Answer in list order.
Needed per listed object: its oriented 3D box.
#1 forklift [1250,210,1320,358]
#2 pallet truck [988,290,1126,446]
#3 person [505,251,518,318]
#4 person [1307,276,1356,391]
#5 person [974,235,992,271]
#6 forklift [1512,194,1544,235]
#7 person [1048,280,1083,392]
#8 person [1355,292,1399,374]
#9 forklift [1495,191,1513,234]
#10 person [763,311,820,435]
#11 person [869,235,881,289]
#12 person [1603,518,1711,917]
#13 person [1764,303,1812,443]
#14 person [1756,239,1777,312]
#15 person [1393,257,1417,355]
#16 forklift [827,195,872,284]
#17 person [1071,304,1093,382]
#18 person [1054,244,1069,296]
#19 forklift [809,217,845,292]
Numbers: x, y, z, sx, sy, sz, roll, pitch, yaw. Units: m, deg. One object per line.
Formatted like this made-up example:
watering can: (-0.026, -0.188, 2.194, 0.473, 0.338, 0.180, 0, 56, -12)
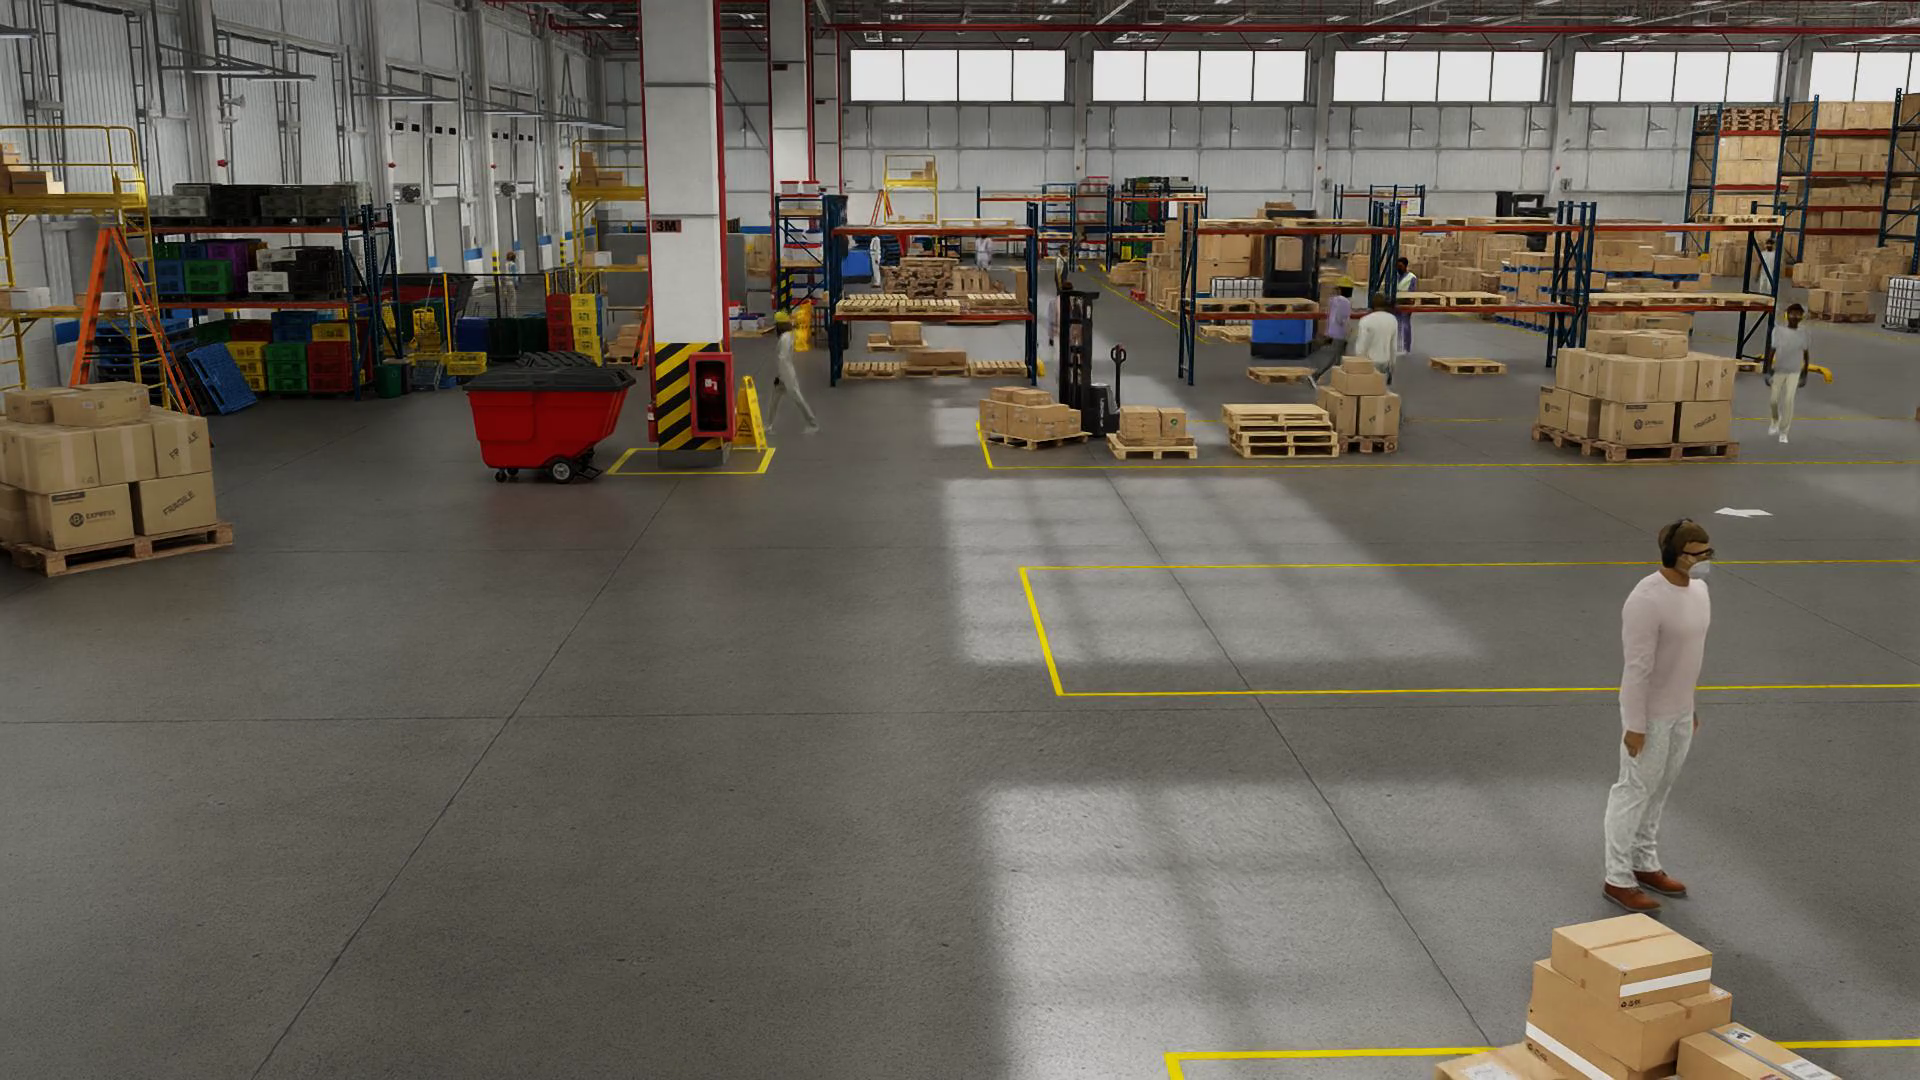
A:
forklift: (6.382, -5.023, 32.398, 1.129, 2.768, 1.873, 4, 13, 19)
pallet truck: (1.257, -2.299, 22.111, 1.885, 1.965, 0.823, -9, 15, -35)
person: (-10.988, -6.248, 40.778, 0.314, 1.634, 0.515, -8, 15, -33)
person: (6.122, -3.368, 27.189, 0.853, 1.899, 0.598, -1, 13, -5)
person: (0.679, -8.554, 50.522, 0.576, 1.920, 0.397, 6, 14, 25)
forklift: (18.498, -9.895, 54.395, 1.129, 2.768, 1.873, -1, 13, -3)
person: (1.742, -3.286, 26.980, 0.632, 1.823, 0.567, 1, 13, 3)
person: (5.734, -2.469, 23.058, 0.630, 1.925, 0.433, -7, 14, -28)
forklift: (20.490, -11.777, 62.896, 1.873, 2.768, 1.129, 0, 12, -2)
person: (-2.341, -2.270, 22.656, 0.890, 1.701, 0.493, -2, 13, -11)
person: (-2.611, -8.677, 51.181, 0.340, 1.879, 0.577, -3, 13, -15)
person: (3.404, 0.839, 8.079, 0.629, 1.939, 0.372, -11, 16, -40)
person: (10.980, -2.223, 22.074, 0.537, 1.863, 0.463, 6, 14, 27)
person: (20.743, -6.804, 42.751, 0.316, 1.866, 0.530, -8, 15, -33)
person: (8.690, -4.583, 32.633, 0.393, 1.910, 0.581, -7, 14, -28)
forklift: (-3.838, -9.487, 52.554, 1.873, 2.768, 1.129, -7, 14, -28)
person: (1.760, -2.574, 24.062, 0.322, 1.689, 0.532, -1, 13, -5)
person: (2.474, -6.257, 40.365, 0.349, 1.837, 0.502, 4, 13, 19)
forklift: (-4.334, -8.620, 48.638, 1.873, 2.768, 1.129, 0, 12, -2)
